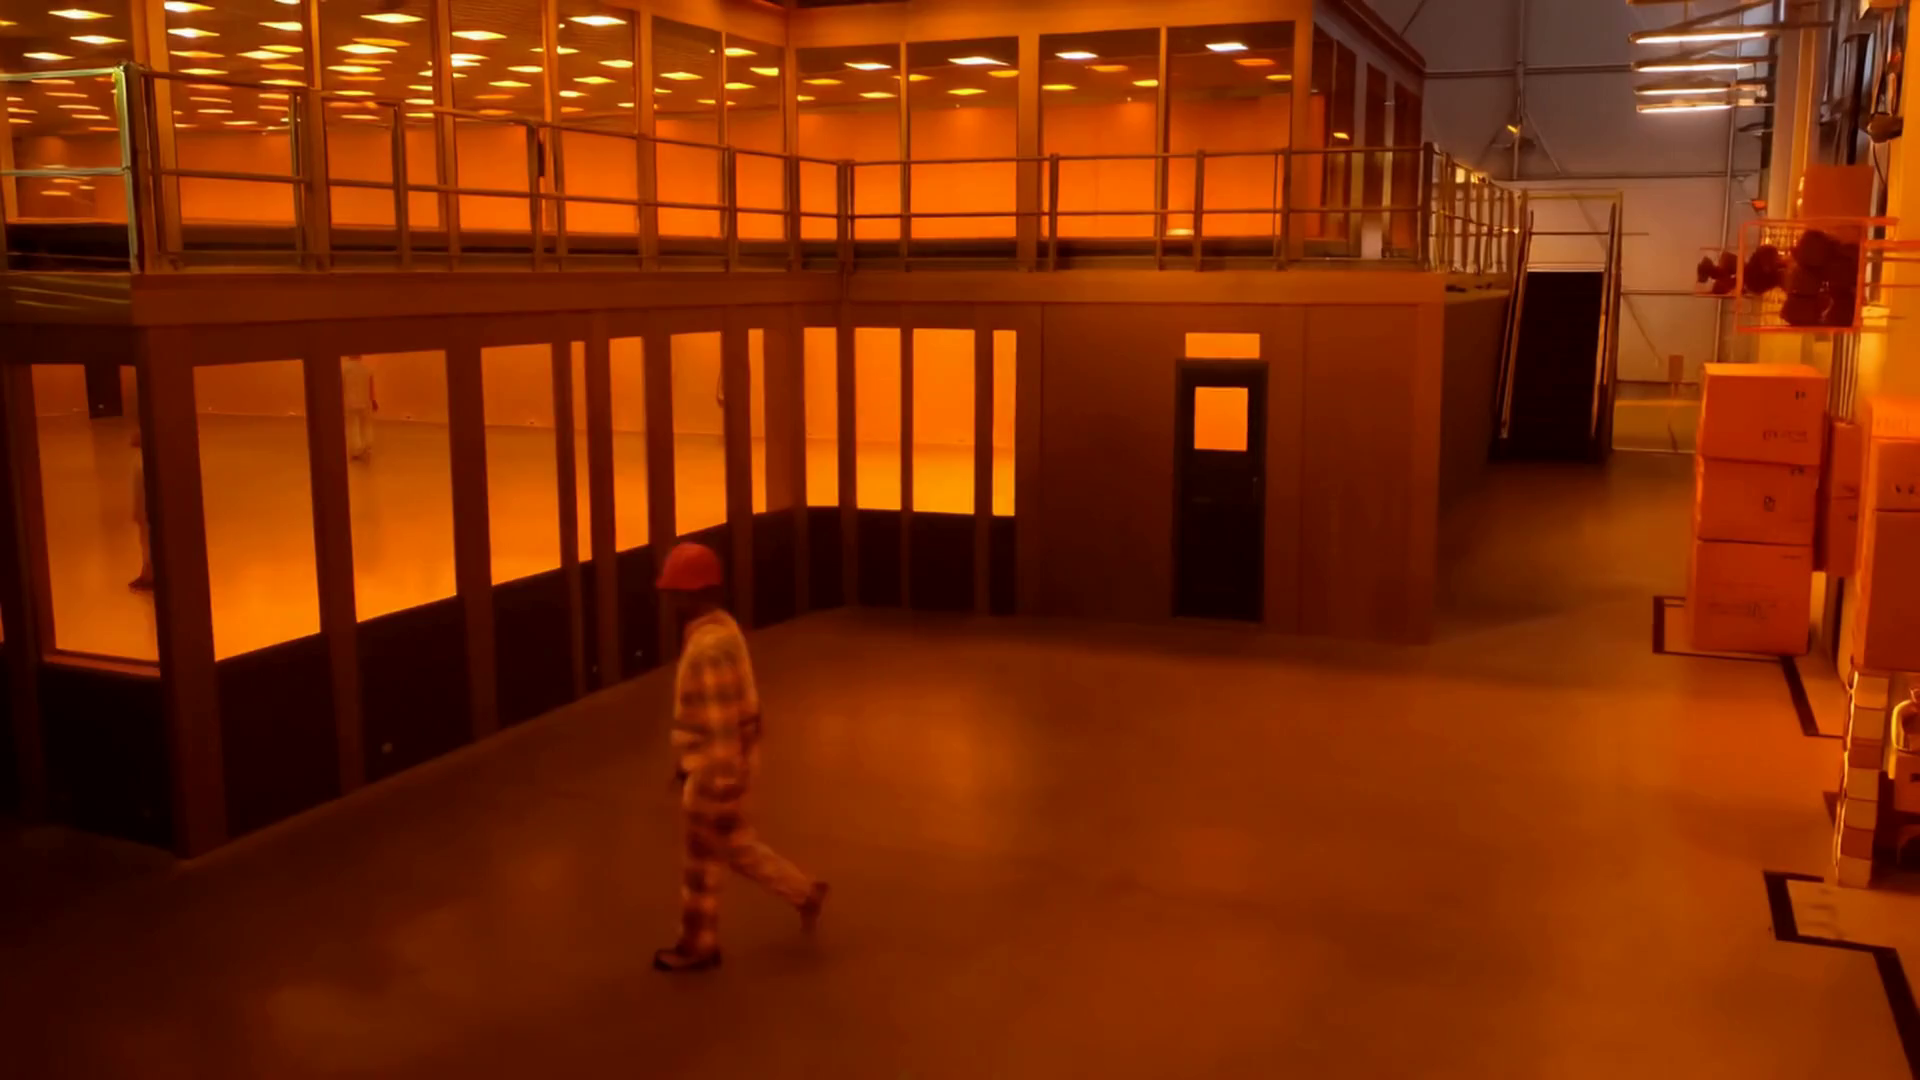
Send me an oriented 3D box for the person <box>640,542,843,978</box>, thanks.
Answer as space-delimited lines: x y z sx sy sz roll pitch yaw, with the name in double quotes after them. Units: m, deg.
-0.962 0.945 7.186 0.807 1.923 0.610 0 9 -1 "person"
